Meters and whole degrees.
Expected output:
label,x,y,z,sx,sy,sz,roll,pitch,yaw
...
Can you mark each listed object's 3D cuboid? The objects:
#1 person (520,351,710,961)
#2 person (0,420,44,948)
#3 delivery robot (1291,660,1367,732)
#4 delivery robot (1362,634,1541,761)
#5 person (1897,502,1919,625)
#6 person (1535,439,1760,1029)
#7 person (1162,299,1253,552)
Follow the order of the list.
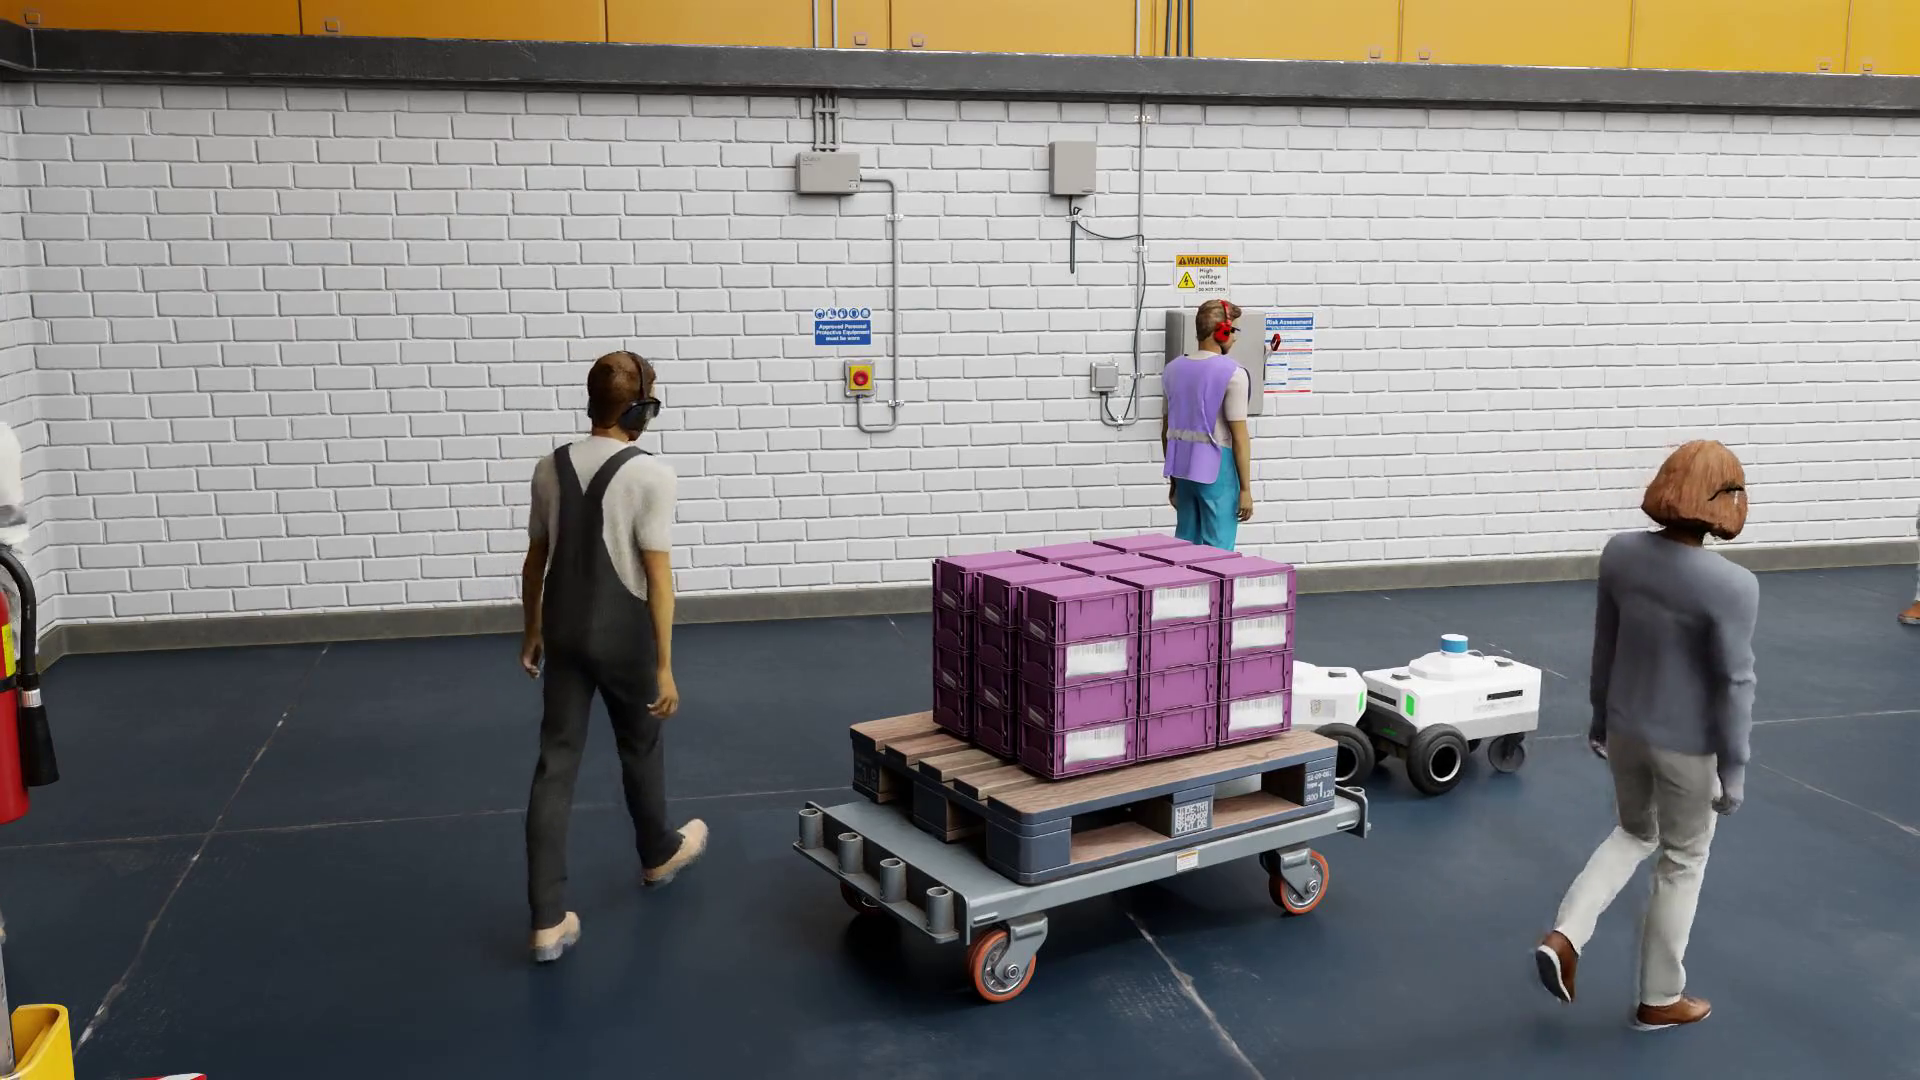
label,x,y,z,sx,sy,sz,roll,pitch,yaw
person,-1.100,0.317,5.149,0.652,1.783,0.956,4,11,19
person,-3.093,0.266,4.898,0.757,2.002,0.531,0,10,0
delivery robot,1.229,0.631,6.591,0.707,0.478,0.477,0,10,2
delivery robot,1.967,0.621,6.649,0.707,0.478,0.477,-5,11,-24
person,5.499,-0.441,9.028,0.693,1.916,0.635,-6,12,-29
person,1.840,0.537,4.408,0.444,1.618,0.529,-5,11,-24
person,1.229,-0.279,8.339,0.389,1.837,0.563,-8,13,-36
